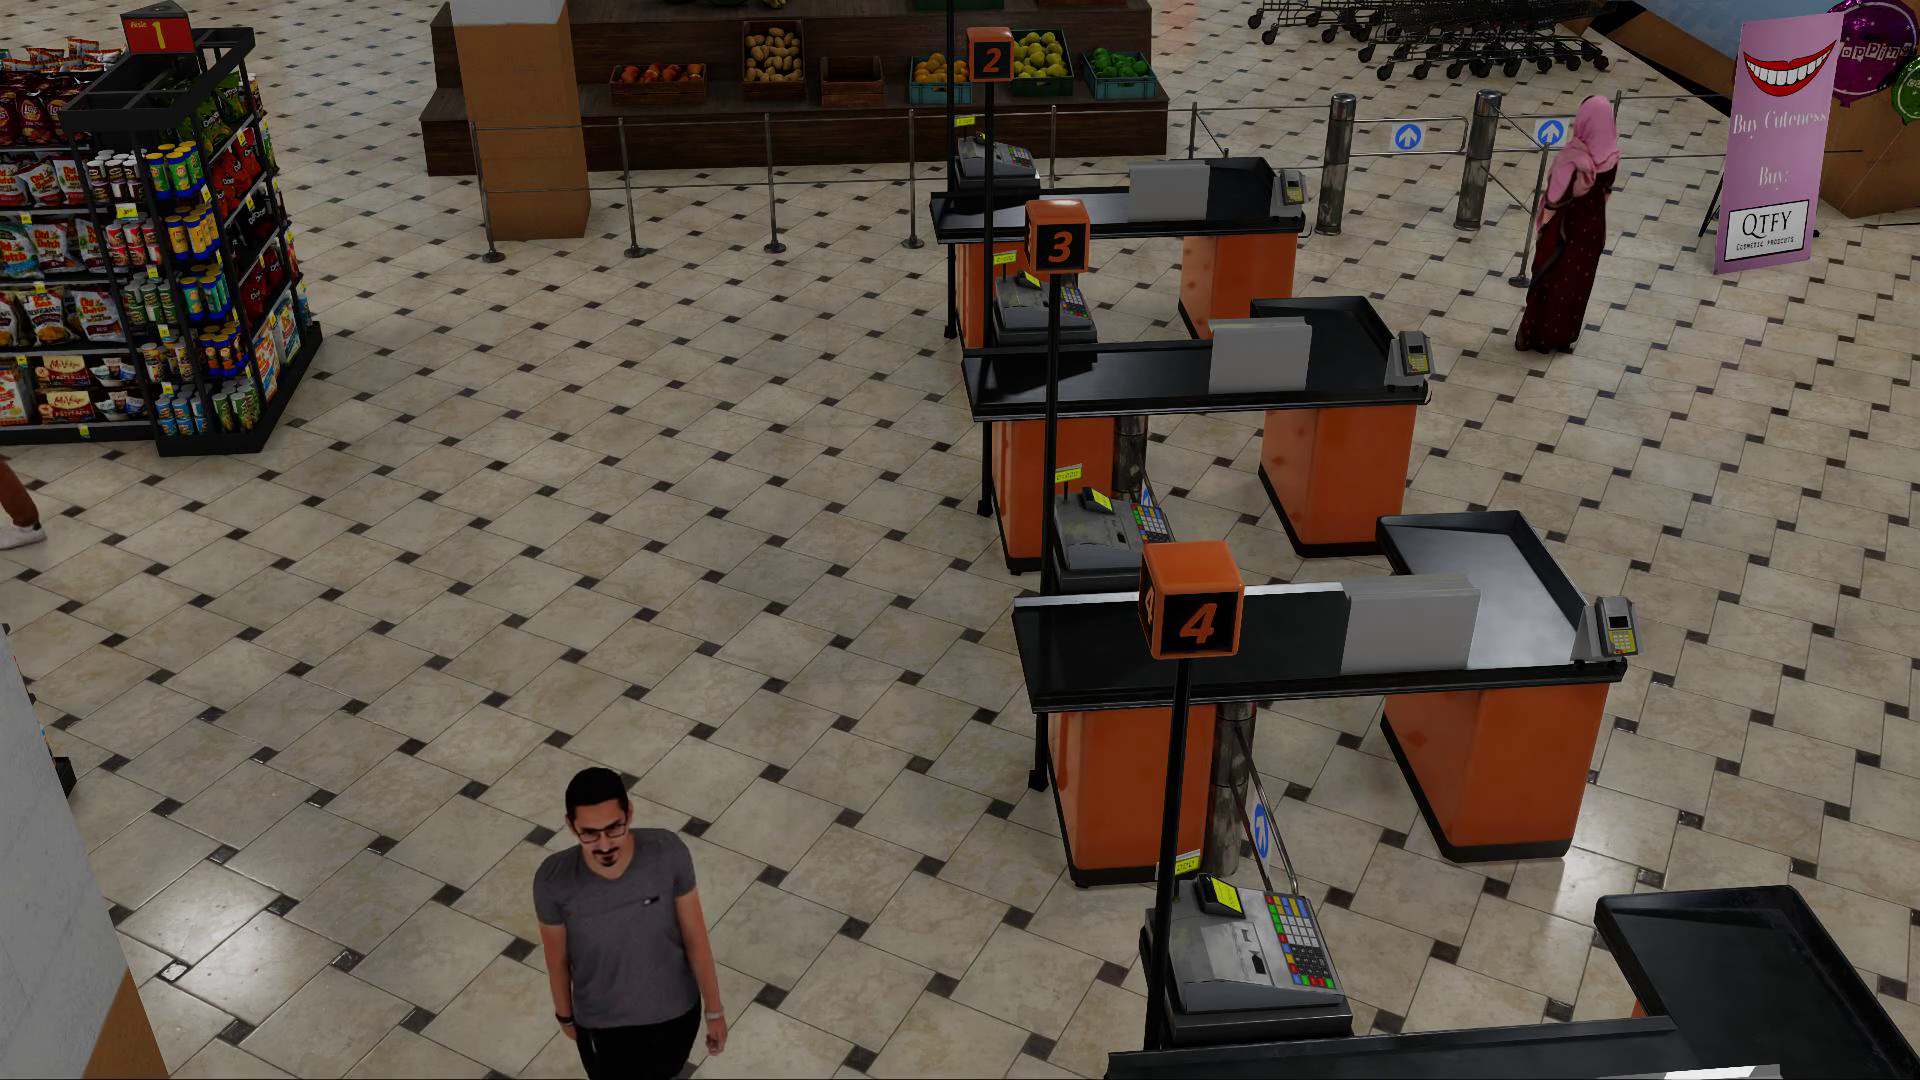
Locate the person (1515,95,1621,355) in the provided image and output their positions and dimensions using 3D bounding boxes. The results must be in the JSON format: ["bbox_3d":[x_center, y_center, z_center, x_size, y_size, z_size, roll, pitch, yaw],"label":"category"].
[{"bbox_3d":[3.763,-1.928,10.210,0.631,1.637,0.781,-11,33,-17],"label":"person"}]

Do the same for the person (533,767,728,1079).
[{"bbox_3d":[-0.960,1.316,4.908,1.162,1.731,0.950,-14,35,-22],"label":"person"}]
